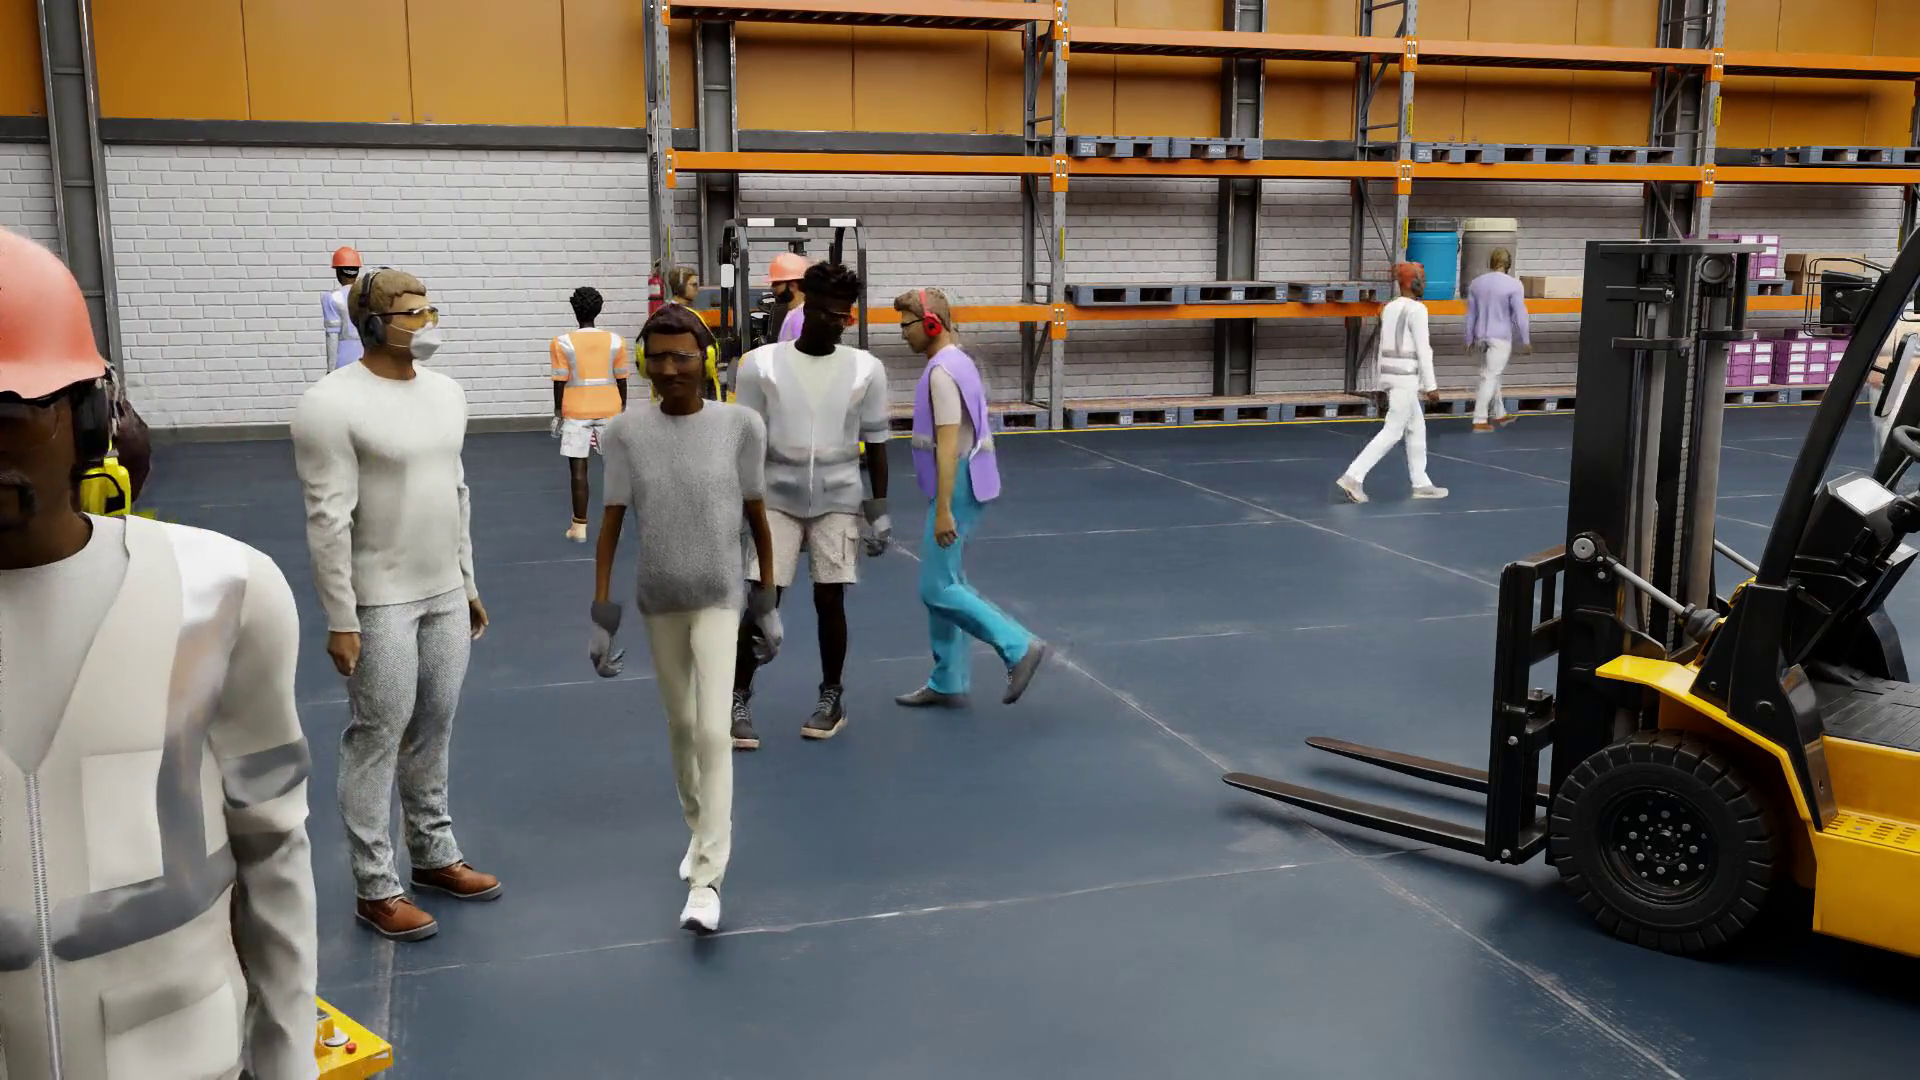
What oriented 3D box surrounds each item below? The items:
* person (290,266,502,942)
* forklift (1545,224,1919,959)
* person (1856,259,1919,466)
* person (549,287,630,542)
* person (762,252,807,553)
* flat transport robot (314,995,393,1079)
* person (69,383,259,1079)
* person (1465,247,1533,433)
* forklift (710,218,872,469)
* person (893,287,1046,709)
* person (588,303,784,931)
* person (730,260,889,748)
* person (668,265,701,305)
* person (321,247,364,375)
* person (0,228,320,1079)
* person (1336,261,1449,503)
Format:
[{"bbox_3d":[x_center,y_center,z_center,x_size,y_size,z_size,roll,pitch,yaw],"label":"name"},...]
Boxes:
[{"bbox_3d":[-1.629,0.178,4.875,0.368,1.940,0.633,4,11,22],"label":"person"},{"bbox_3d":[2.909,0.117,4.508,2.313,2.155,1.214,9,14,40],"label":"forklift"},{"bbox_3d":[7.304,-1.276,12.995,0.598,1.893,0.947,8,13,39],"label":"person"},{"bbox_3d":[-2.469,-0.831,11.075,0.565,1.694,0.317,-6,12,-29],"label":"person"},{"bbox_3d":[-1.053,-0.861,10.609,0.471,1.926,0.569,-3,11,-14],"label":"person"},{"bbox_3d":[-2.081,1.231,3.678,0.652,0.197,1.431,10,14,42],"label":"flat transport robot"},{"bbox_3d":[-1.282,0.645,2.637,0.978,1.832,0.531,-10,14,-43],"label":"person"},{"bbox_3d":[5.660,-2.074,17.310,0.913,1.905,0.645,-6,12,-29],"label":"person"},{"bbox_3d":[-1.522,-1.778,14.899,1.214,2.155,2.313,-3,11,-17],"label":"forklift"},{"bbox_3d":[0.012,-0.158,7.058,0.603,1.814,0.630,1,10,3],"label":"person"},{"bbox_3d":[-0.828,0.223,4.941,0.559,1.821,0.949,0,10,1],"label":"person"},{"bbox_3d":[-0.636,-0.133,6.627,0.733,1.934,0.483,-2,10,-8],"label":"person"},{"bbox_3d":[-2.250,-1.242,13.036,0.934,1.812,0.523,0,10,0],"label":"person"},{"bbox_3d":[-5.151,-1.506,14.115,0.373,1.934,0.551,8,13,38],"label":"person"},{"bbox_3d":[-1.069,0.654,1.980,0.614,2.040,0.390,-6,12,-28],"label":"person"},{"bbox_3d":[3.324,-1.198,12.699,0.944,1.849,0.583,-2,10,-8],"label":"person"}]
